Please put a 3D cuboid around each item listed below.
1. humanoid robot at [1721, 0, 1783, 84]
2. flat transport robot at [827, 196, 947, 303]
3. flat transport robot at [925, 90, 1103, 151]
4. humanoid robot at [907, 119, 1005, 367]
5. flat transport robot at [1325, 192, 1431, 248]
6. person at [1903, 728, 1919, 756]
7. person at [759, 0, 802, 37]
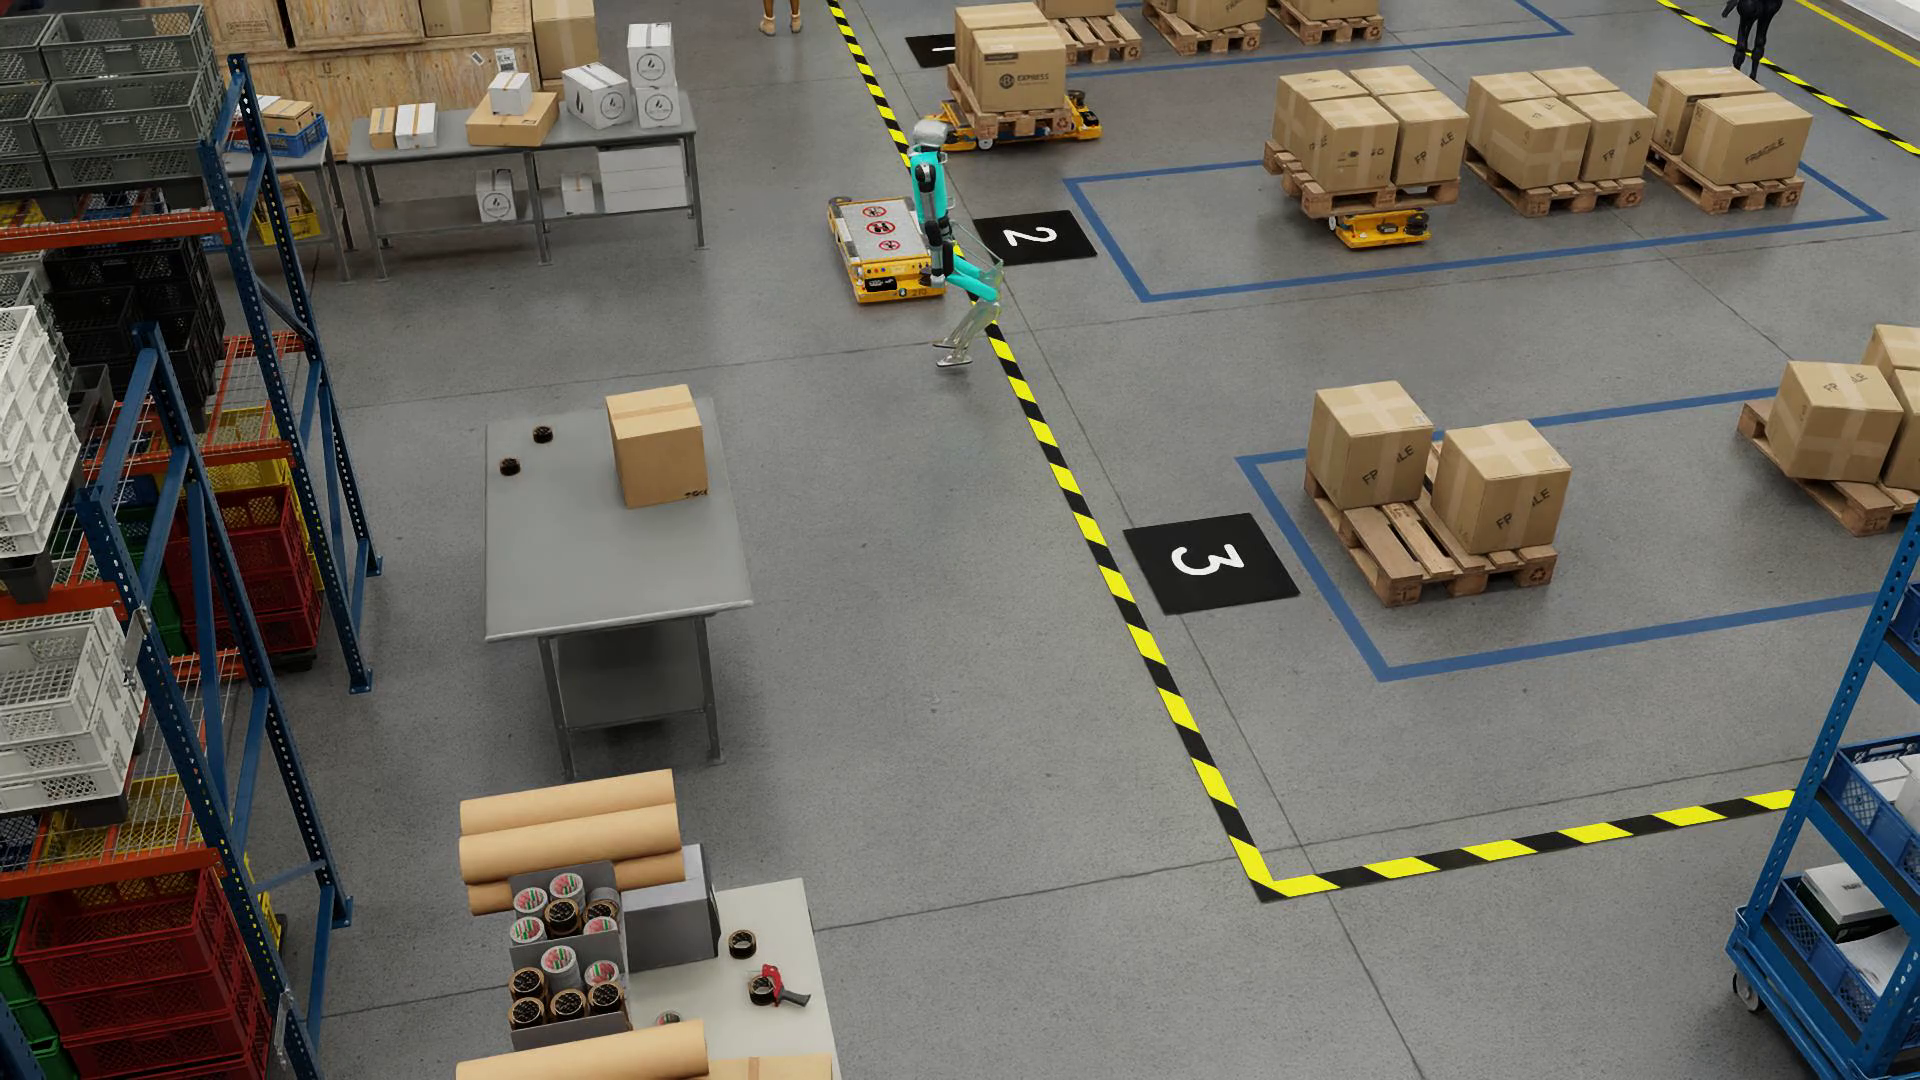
[{"bbox_3d":[7.176,-4.892,14.936,0.599,1.657,0.315,-14,39,-19],"label":"humanoid robot"},{"bbox_3d":[-0.570,-2.220,12.538,0.659,0.231,1.431,-8,37,-10],"label":"flat transport robot"},{"bbox_3d":[0.462,-3.653,14.440,1.431,0.197,0.652,-8,37,-10],"label":"flat transport robot"},{"bbox_3d":[0.034,-1.912,10.781,0.735,1.677,0.533,-1,37,-1],"label":"humanoid robot"},{"bbox_3d":[3.134,-2.740,13.213,0.652,0.197,1.431,-8,37,-10],"label":"flat transport robot"},{"bbox_3d":[4.439,0.735,7.239,0.398,1.852,0.589,-5,37,-6],"label":"person"},{"bbox_3d":[-1.788,-5.883,15.973,0.606,2.048,0.367,-10,38,-13],"label":"person"}]
